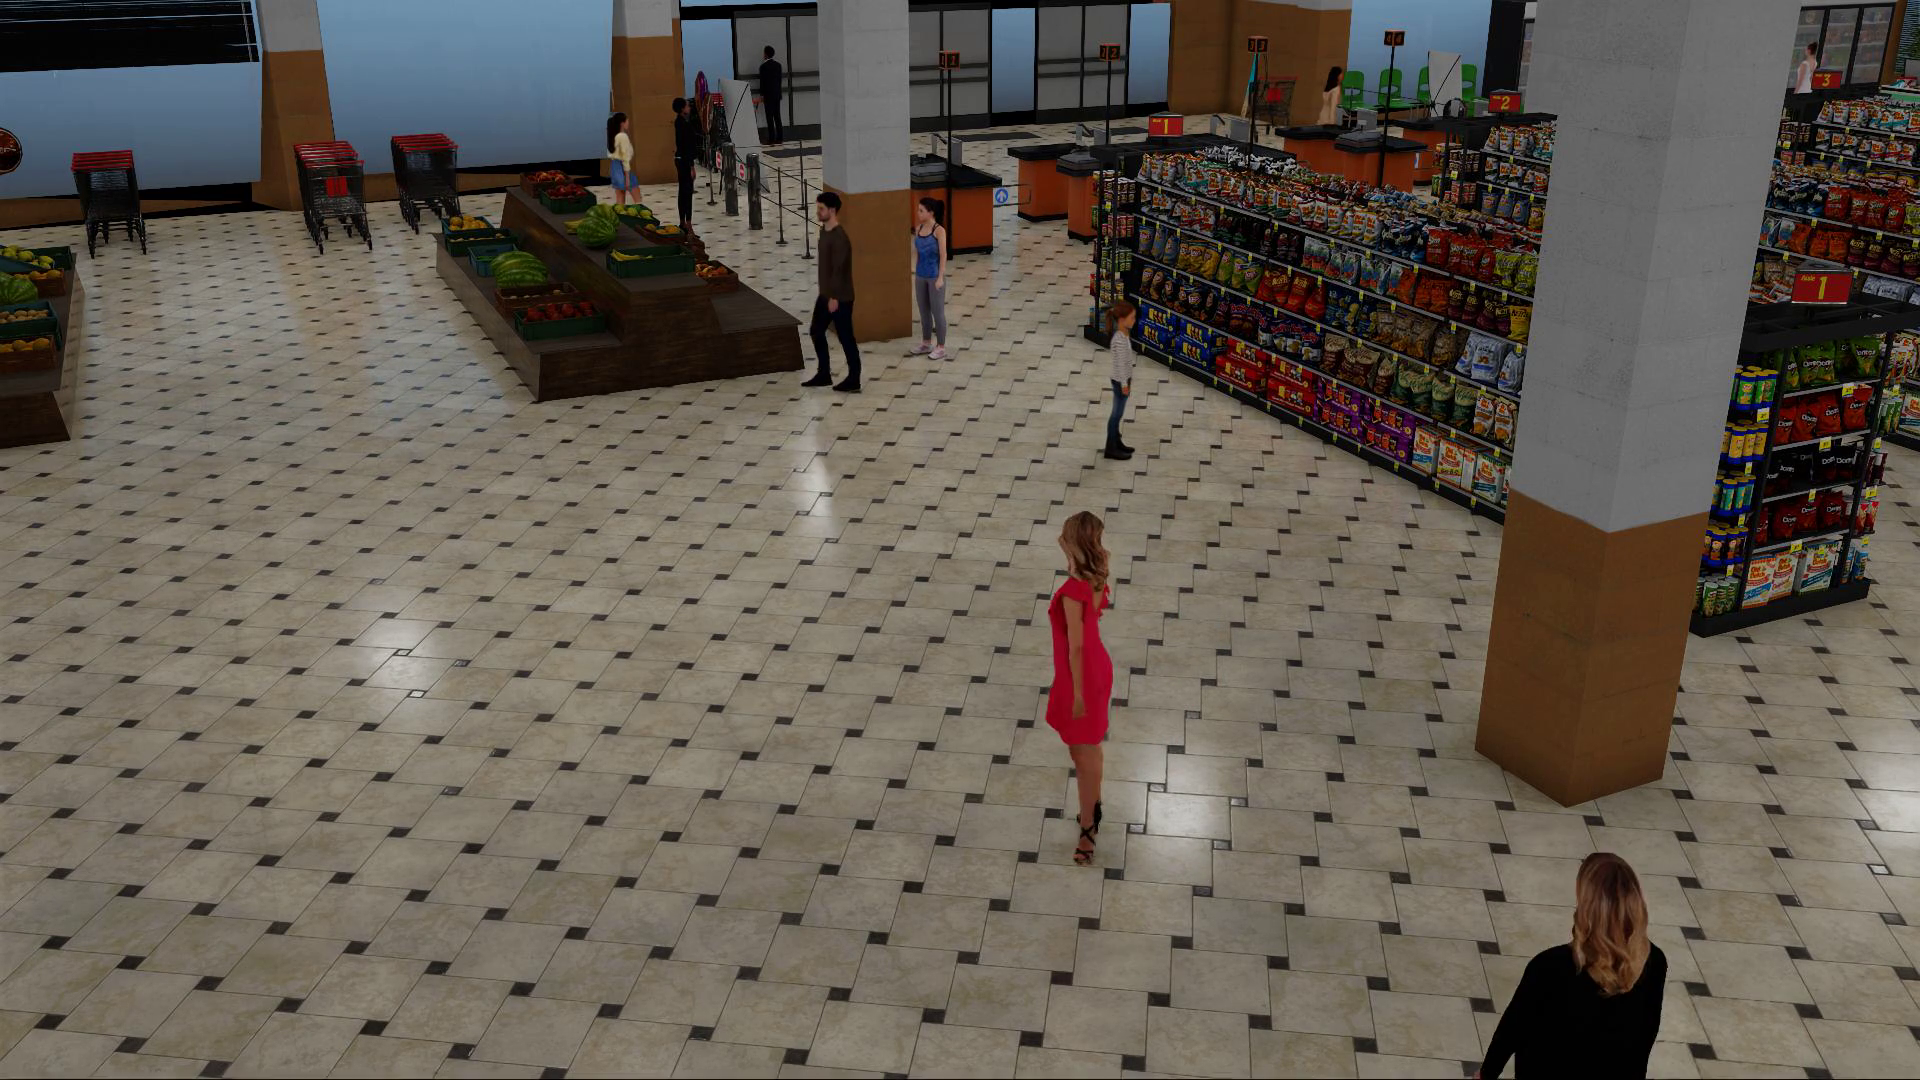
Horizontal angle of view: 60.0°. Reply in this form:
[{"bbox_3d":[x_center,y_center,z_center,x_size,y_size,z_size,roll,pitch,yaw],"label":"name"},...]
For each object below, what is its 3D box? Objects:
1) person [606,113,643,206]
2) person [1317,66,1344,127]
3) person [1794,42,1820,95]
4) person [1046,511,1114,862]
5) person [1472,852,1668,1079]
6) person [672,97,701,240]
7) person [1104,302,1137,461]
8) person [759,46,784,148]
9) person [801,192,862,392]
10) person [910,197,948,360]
[{"bbox_3d":[-4.563,-4.824,22.081,0.821,1.611,0.739,-19,29,-40],"label":"person"},{"bbox_3d":[5.882,-6.765,26.871,0.915,1.642,1.077,-4,22,-9],"label":"person"},{"bbox_3d":[15.027,-7.945,29.606,0.586,1.793,0.499,-13,25,-29],"label":"person"},{"bbox_3d":[0.629,0.726,8.156,0.814,1.696,0.758,4,22,9],"label":"person"},{"bbox_3d":[1.972,1.865,5.253,0.801,1.747,1.214,-5,22,-12],"label":"person"},{"bbox_3d":[-3.642,-4.930,22.046,0.653,1.834,0.438,-10,24,-23],"label":"person"},{"bbox_3d":[1.316,-1.323,13.769,0.631,1.313,0.560,4,22,10],"label":"person"},{"bbox_3d":[-3.337,-7.886,29.552,0.659,1.723,0.700,19,29,39],"label":"person"},{"bbox_3d":[-1.074,-2.290,15.432,0.714,1.867,0.687,-11,24,-25],"label":"person"},{"bbox_3d":[-0.293,-2.623,16.605,0.680,1.609,0.554,-19,28,-38],"label":"person"}]
